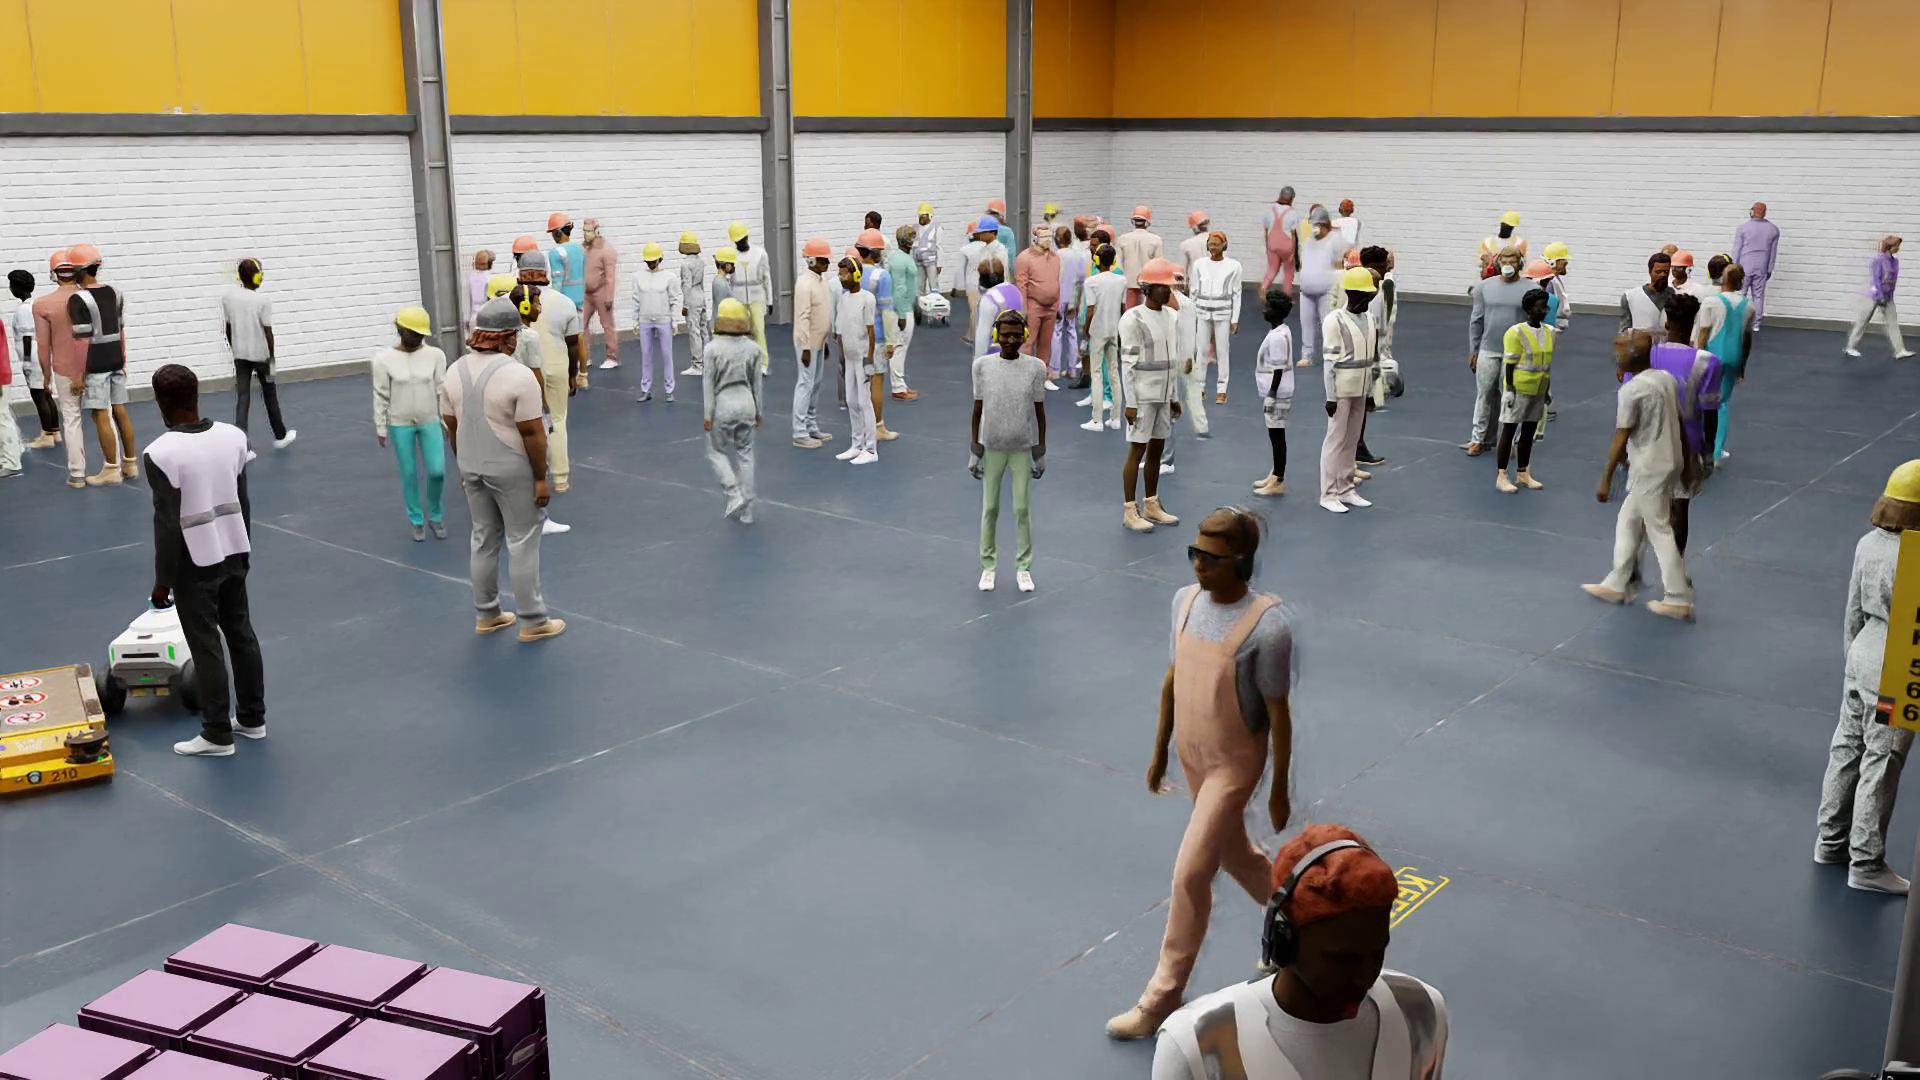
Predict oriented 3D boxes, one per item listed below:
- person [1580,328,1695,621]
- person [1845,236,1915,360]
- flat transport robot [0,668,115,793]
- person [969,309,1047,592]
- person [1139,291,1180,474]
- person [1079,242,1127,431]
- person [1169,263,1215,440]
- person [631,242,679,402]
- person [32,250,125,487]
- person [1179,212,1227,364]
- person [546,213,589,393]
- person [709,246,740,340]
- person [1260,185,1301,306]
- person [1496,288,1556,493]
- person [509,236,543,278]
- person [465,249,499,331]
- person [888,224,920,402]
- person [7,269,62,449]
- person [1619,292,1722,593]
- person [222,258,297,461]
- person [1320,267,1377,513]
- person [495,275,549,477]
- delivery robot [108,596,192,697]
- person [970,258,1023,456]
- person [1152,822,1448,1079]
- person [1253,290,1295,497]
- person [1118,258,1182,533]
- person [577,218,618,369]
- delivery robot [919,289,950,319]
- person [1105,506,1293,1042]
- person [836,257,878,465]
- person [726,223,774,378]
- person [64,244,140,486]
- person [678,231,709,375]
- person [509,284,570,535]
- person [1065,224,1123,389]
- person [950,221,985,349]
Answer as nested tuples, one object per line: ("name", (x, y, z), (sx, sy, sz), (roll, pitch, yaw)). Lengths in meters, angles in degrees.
("person", (4.242, -0.414, 10.347), (0.518, 1.781, 0.842), (-12, 19, -41))
("person", (12.044, -3.153, 21.691), (0.515, 1.591, 0.875), (-7, 16, -26))
("flat transport robot", (-4.589, 0.898, 8.170), (0.652, 0.197, 1.431), (-8, 16, -30))
("person", (0.311, -0.579, 10.865), (0.509, 1.860, 0.334), (1, 14, 2))
("person", (1.755, -1.392, 14.565), (0.284, 1.633, 0.497), (-3, 14, -10))
("person", (1.425, -2.020, 16.595), (0.537, 1.869, 0.312), (-8, 16, -29))
("person", (2.115, -1.820, 16.158), (0.634, 1.703, 0.591), (-9, 17, -32))
("person", (-3.349, -2.385, 18.281), (0.523, 1.760, 0.325), (1, 14, 3))
("person", (-7.424, -1.439, 14.030), (0.610, 1.989, 0.390), (-9, 17, -33))
("person", (3.158, -3.243, 21.403), (0.674, 1.921, 1.043), (-1, 14, -3))
("person", (-4.496, -2.699, 18.973), (0.385, 2.035, 0.610), (5, 15, 19))
("person", (-2.491, -2.233, 17.678), (0.345, 1.758, 0.532), (-2, 14, -8))
("person", (5.370, -4.916, 27.819), (0.677, 2.000, 0.760), (11, 18, 37))
("person", (4.717, -1.242, 13.834), (0.533, 1.697, 0.322), (-7, 16, -26))
("person", (-4.348, -2.086, 16.740), (0.387, 1.929, 0.546), (-4, 15, -15))
("person", (-5.340, -2.479, 18.909), (0.538, 1.621, 0.477), (8, 16, 30))
("person", (-0.627, -2.517, 18.440), (0.374, 1.939, 0.628), (1, 14, 4))
("person", (-8.745, -1.710, 15.728), (0.319, 1.687, 0.538), (-4, 15, -16))
("person", (4.598, -0.623, 10.813), (0.613, 1.963, 0.361), (10, 17, 34))
("person", (-6.490, -1.672, 15.316), (0.514, 1.815, 0.958), (0, 14, 0))
("person", (3.085, -1.188, 13.150), (0.587, 1.928, 0.362), (-13, 19, -41))
("person", (-3.810, -1.375, 14.224), (0.522, 1.769, 0.317), (-1, 14, -5))
("delivery robot", (-4.239, 0.536, 8.853), (0.477, 0.478, 0.707), (-2, 14, -7))
("person", (0.334, -1.679, 15.328), (0.429, 1.826, 0.647), (8, 16, 29))
("person", (0.595, 1.389, 2.939), (0.574, 1.886, 0.356), (-6, 15, -21))
("person", (2.586, -1.204, 13.682), (0.320, 1.698, 0.531), (3, 14, 12))
("person", (1.452, -1.089, 12.514), (0.365, 2.047, 0.608), (13, 19, 43))
("person", (-4.574, -3.028, 20.585), (0.668, 1.879, 0.755), (9, 17, 31))
("delivery robot", (-0.390, -3.566, 25.247), (0.477, 0.478, 0.707), (-4, 15, -14))
("person", (0.919, 0.748, 5.672), (0.962, 1.808, 0.523), (-8, 16, -30))
("person", (-0.944, -1.616, 15.017), (0.345, 1.857, 0.525), (-10, 17, -36))
("person", (-2.556, -2.879, 20.050), (0.621, 1.855, 0.955), (-2, 14, -8))
("person", (-7.302, -1.466, 14.063), (0.414, 2.038, 0.630), (1, 14, 6))
("person", (-3.279, -2.897, 20.352), (0.306, 1.745, 0.483), (4, 15, 17))
("person", (-3.211, -0.966, 12.396), (0.517, 1.865, 0.328), (13, 19, 41))
("person", (1.612, -2.693, 19.193), (0.683, 1.922, 0.684), (13, 19, 43))
("person", (0.146, -3.473, 22.698), (0.584, 1.712, 0.828), (-11, 18, -39))
